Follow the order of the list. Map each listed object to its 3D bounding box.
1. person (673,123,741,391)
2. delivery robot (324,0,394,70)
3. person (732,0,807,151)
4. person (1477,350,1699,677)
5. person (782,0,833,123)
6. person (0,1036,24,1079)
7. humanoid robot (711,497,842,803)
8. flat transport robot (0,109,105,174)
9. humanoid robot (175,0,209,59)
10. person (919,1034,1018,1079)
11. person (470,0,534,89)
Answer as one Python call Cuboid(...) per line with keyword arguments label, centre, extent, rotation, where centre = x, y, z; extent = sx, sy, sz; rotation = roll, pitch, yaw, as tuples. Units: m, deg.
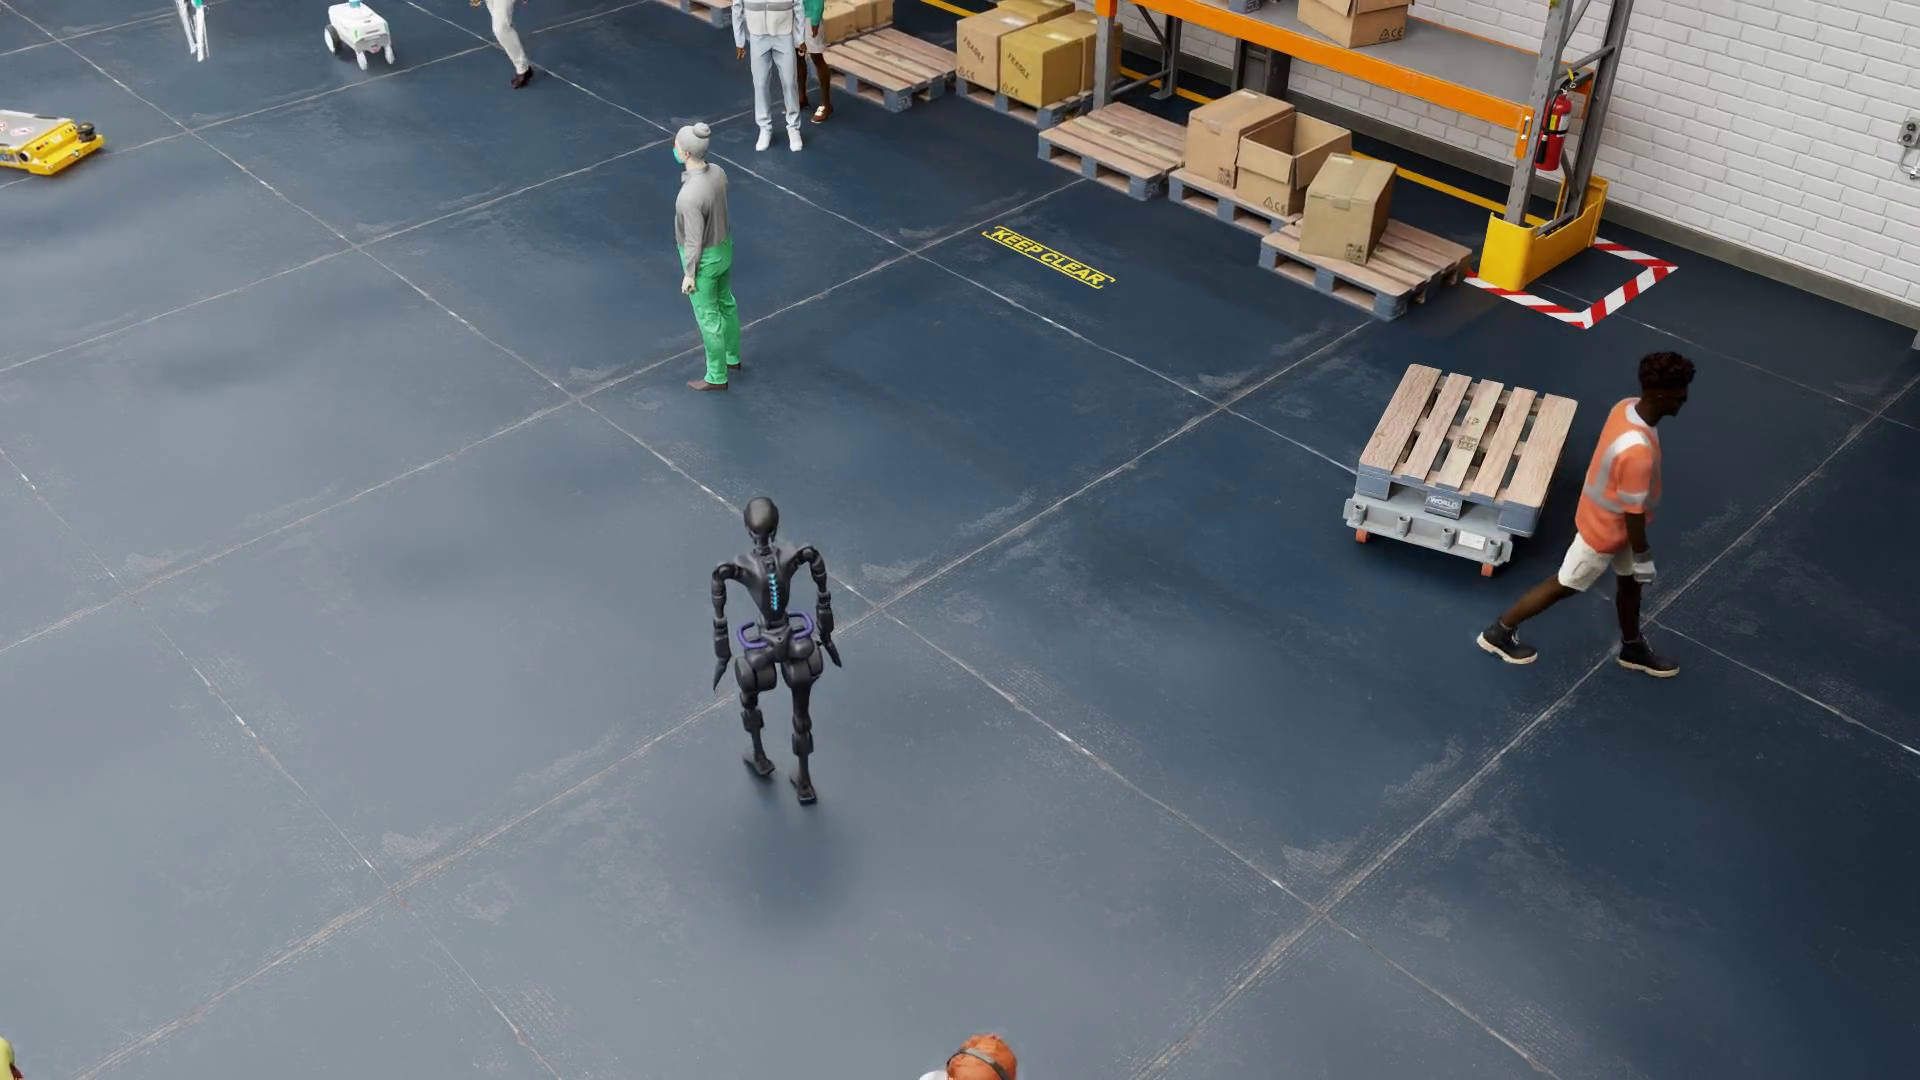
Cuboid(label="person", centre=(-1.633, -1.812, 10.631), extent=(0.341, 1.839, 0.506), rotation=(10, 38, 13))
Cuboid(label="delivery robot", centre=(-5.657, -4.803, 15.670), extent=(0.499, 0.613, 0.807), rotation=(-24, 43, -29))
Cuboid(label="person", centre=(-1.561, -4.145, 13.666), extent=(0.595, 1.908, 0.409), rotation=(-2, 37, -3))
Cuboid(label="person", centre=(3.244, -0.101, 8.308), extent=(1.017, 1.915, 0.611), rotation=(13, 39, 17))
Cuboid(label="person", centre=(-1.332, -4.509, 14.205), extent=(0.488, 1.841, 0.390), rotation=(24, 43, 29))
Cuboid(label="person", centre=(-3.308, 2.131, 5.503), extent=(0.890, 1.733, 0.474), rotation=(-3, 37, -4))
Cuboid(label="humanoid robot", centre=(-0.856, 0.499, 7.702), extent=(0.610, 1.646, 0.458), rotation=(-12, 39, -16))
Cuboid(label="flat transport robot", centre=(-8.032, -3.363, 13.985), extent=(1.431, 0.231, 0.659), rotation=(10, 38, 13))
Cuboid(label="humanoid robot", centre=(-7.311, -5.326, 15.406), extent=(0.540, 1.830, 0.700), rotation=(-1, 37, -1))
Cuboid(label="person", centre=(0.108, 2.181, 5.320), extent=(0.594, 1.865, 0.538), rotation=(18, 41, 23))
Cuboid(label="person", centre=(-4.136, -4.900, 14.795), extent=(0.574, 1.744, 0.500), rotation=(23, 43, 28))
